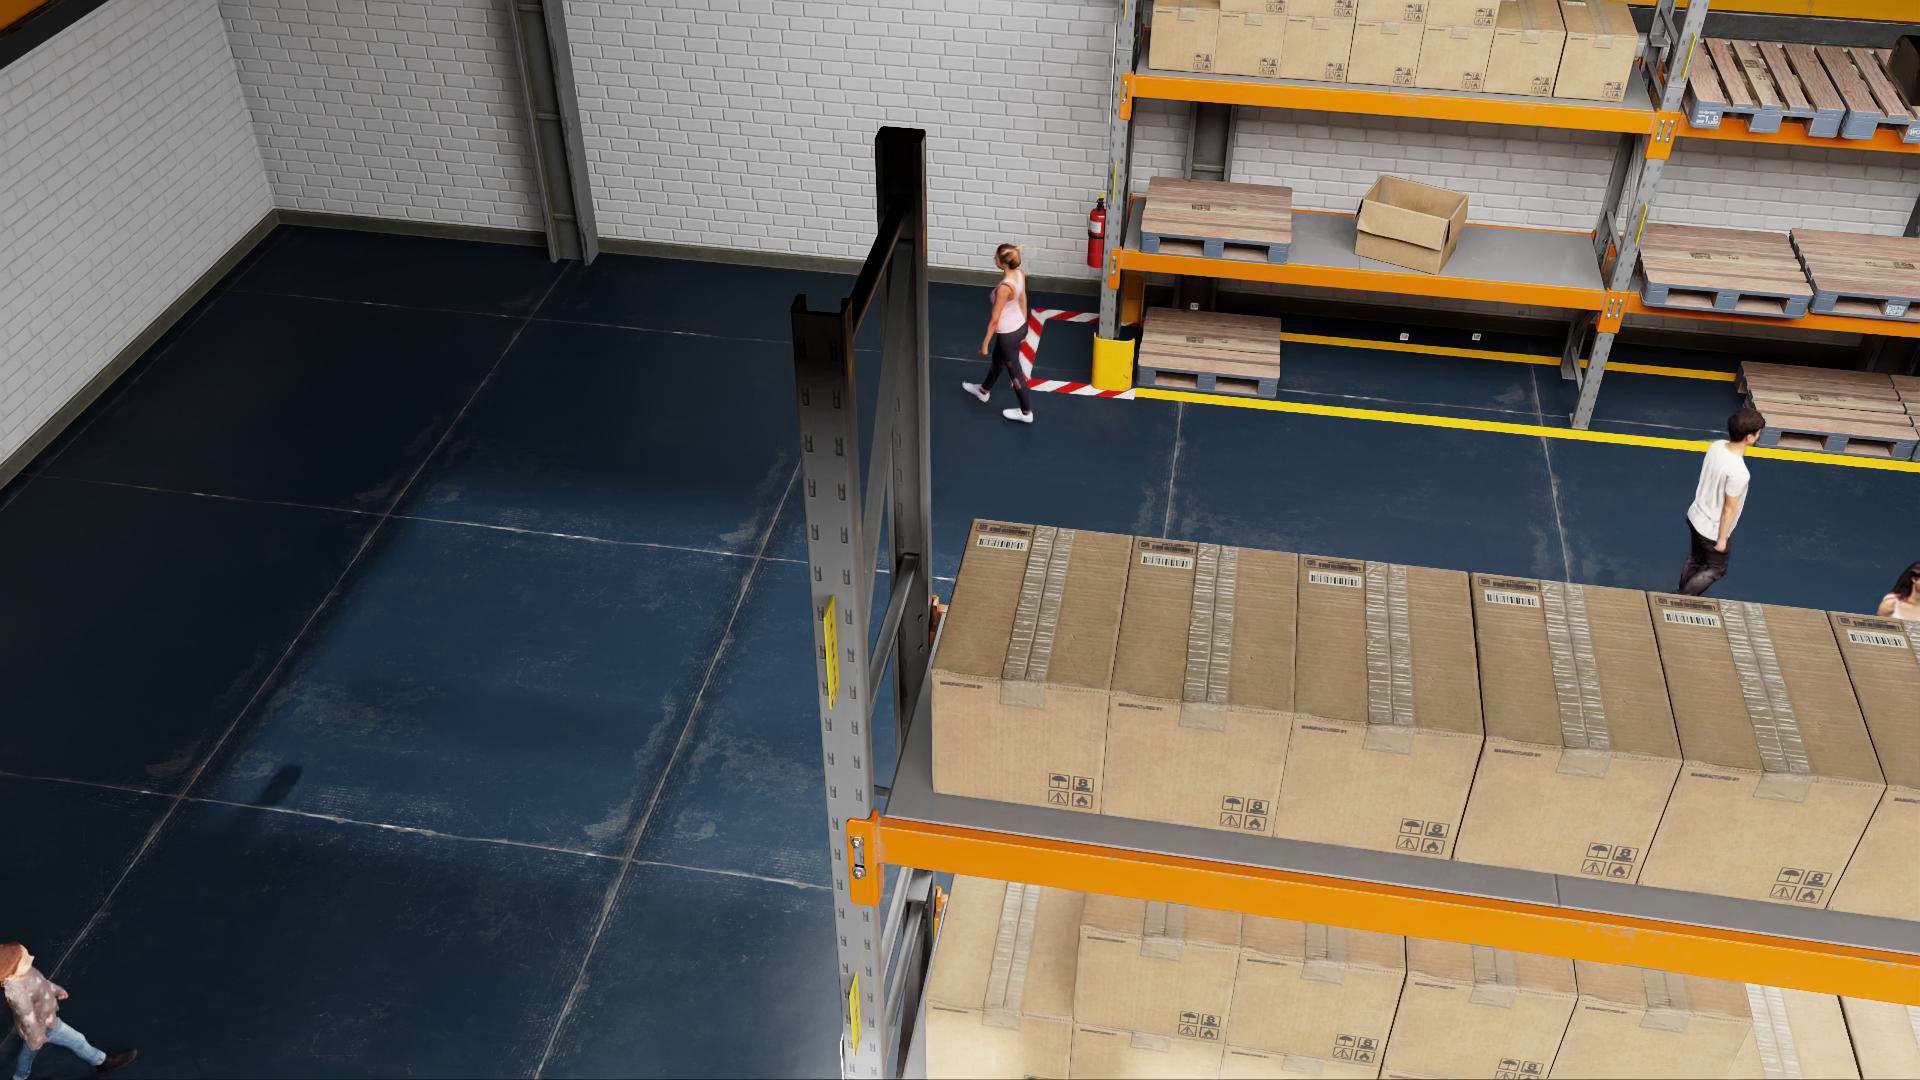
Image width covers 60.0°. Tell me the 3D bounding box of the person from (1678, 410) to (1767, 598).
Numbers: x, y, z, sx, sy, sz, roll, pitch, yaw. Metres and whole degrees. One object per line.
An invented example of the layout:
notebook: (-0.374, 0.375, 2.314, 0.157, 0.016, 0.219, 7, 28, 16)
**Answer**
person: (5.178, -0.150, 11.541, 0.697, 1.715, 0.720, 1, 39, 1)

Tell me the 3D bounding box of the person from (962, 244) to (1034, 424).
person: (0.483, -1.655, 13.501, 1.005, 1.620, 0.761, 17, 42, 20)

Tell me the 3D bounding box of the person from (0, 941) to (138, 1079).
person: (-4.860, 2.510, 8.649, 0.865, 1.167, 0.808, -23, 44, -26)
